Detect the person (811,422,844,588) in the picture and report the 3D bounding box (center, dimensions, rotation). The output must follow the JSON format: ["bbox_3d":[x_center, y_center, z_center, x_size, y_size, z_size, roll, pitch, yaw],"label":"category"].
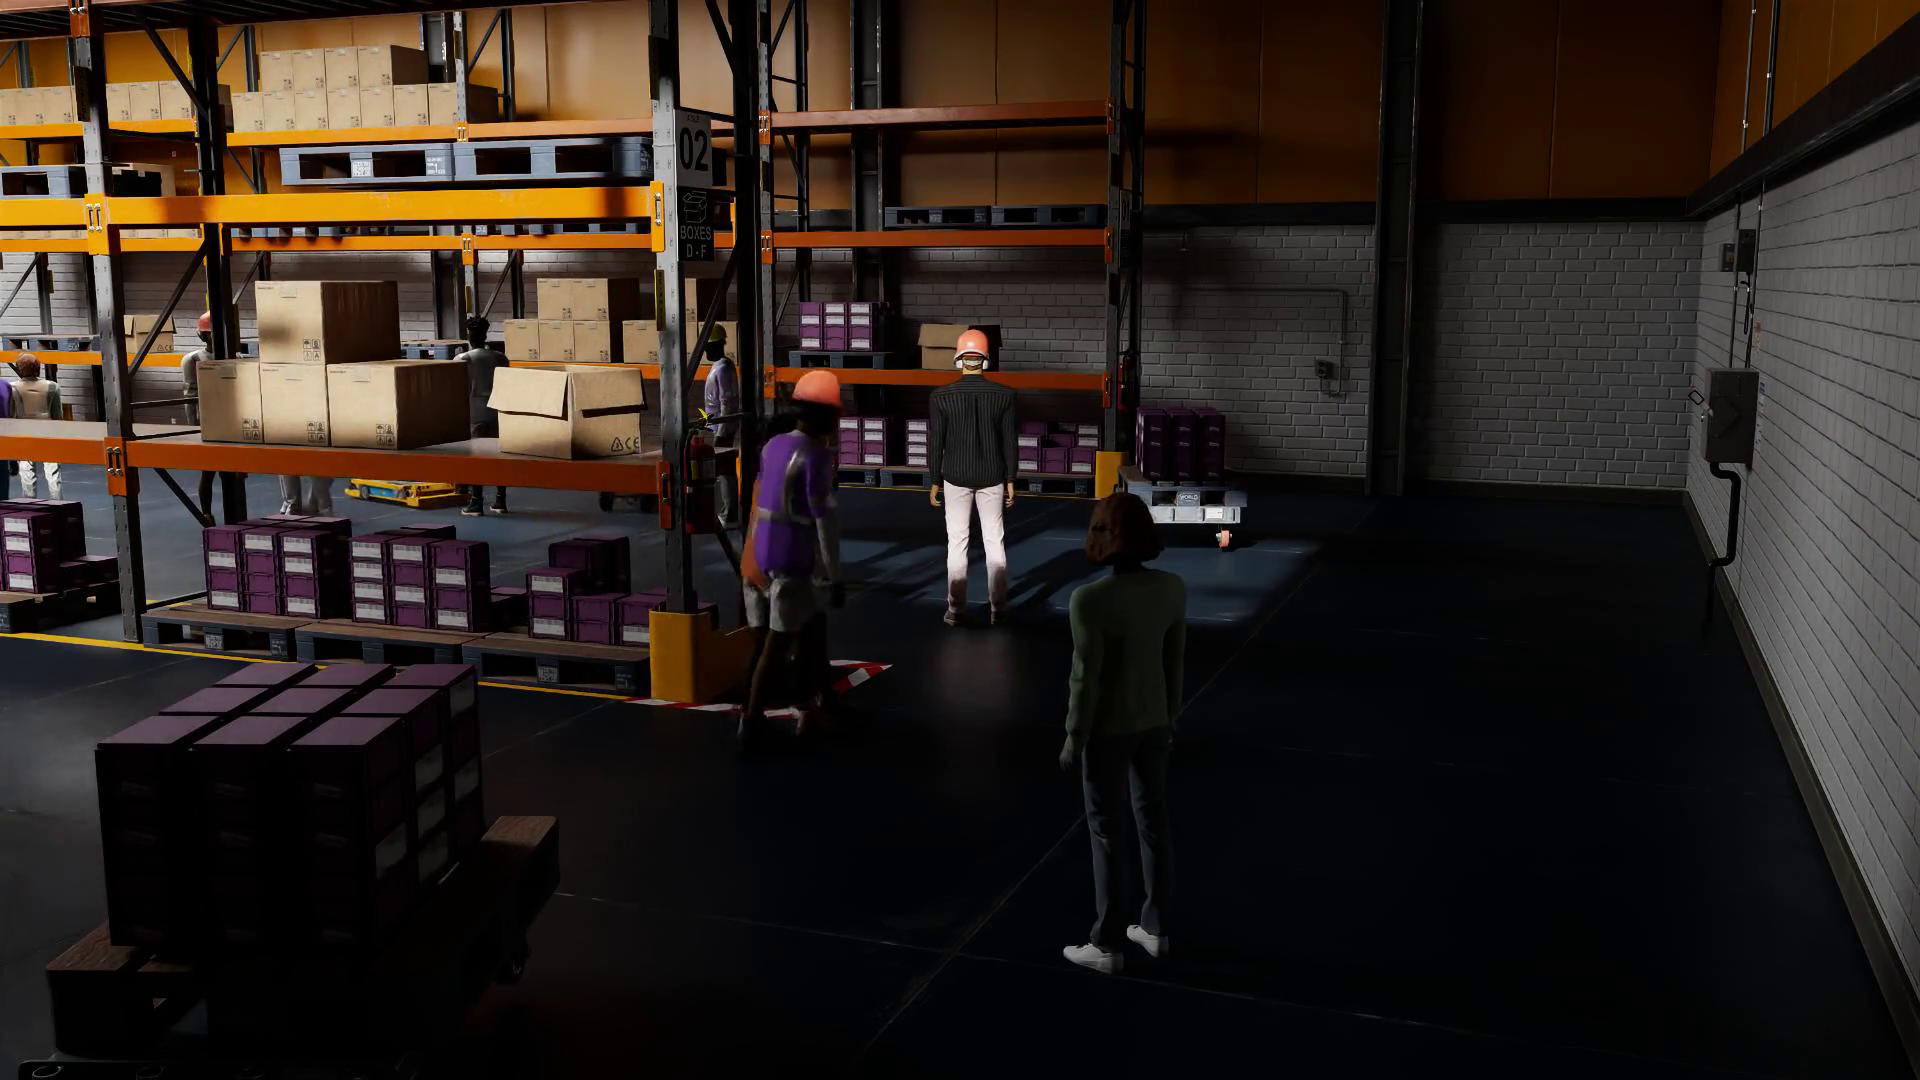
[{"bbox_3d":[-1.075,-0.468,12.653,0.307,1.641,0.513,2,9,15],"label":"person"}]

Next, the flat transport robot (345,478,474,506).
[{"bbox_3d":[-5.764,-0.539,17.383,1.431,0.197,0.652,8,12,40],"label":"flat transport robot"}]

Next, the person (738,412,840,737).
[{"bbox_3d":[-0.892,0.177,8.514,0.634,1.653,0.558,-4,10,-22],"label":"person"}]

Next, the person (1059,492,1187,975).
[{"bbox_3d":[0.553,0.651,5.648,0.507,1.631,0.272,-7,11,-36],"label":"person"}]

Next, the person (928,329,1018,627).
[{"bbox_3d":[0.085,-0.411,11.180,0.612,1.994,0.394,-1,9,-5],"label":"person"}]

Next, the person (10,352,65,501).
[{"bbox_3d":[-8.630,-0.926,15.530,0.512,1.641,0.307,-9,13,-44],"label":"person"}]

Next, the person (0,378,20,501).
[{"bbox_3d":[-7.781,-0.656,13.232,0.387,1.837,0.567,3,10,19],"label":"person"}]

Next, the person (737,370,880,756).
[{"bbox_3d":[-0.743,0.107,8.274,0.894,1.883,0.582,-5,10,-30],"label":"person"}]

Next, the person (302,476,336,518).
[{"bbox_3d":[-6.050,-1.018,15.611,0.732,1.813,0.642,6,11,32],"label":"person"}]

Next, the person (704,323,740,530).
[{"bbox_3d":[-2.223,-1.044,15.394,0.382,1.919,0.584,-2,9,-10],"label":"person"}]

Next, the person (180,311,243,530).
[{"bbox_3d":[-6.636,-1.032,14.928,0.374,2.043,0.612,5,10,30],"label":"person"}]

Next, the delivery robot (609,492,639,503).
[{"bbox_3d":[-3.291,-0.630,16.768,0.477,0.478,0.707,1,9,9],"label":"delivery robot"}]

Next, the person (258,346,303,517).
[{"bbox_3d":[-6.383,-1.063,15.627,0.340,1.881,0.585,-5,10,-27],"label":"person"}]

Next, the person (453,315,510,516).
[{"bbox_3d":[-4.696,-1.217,16.333,0.361,1.965,0.613,8,12,42],"label":"person"}]
